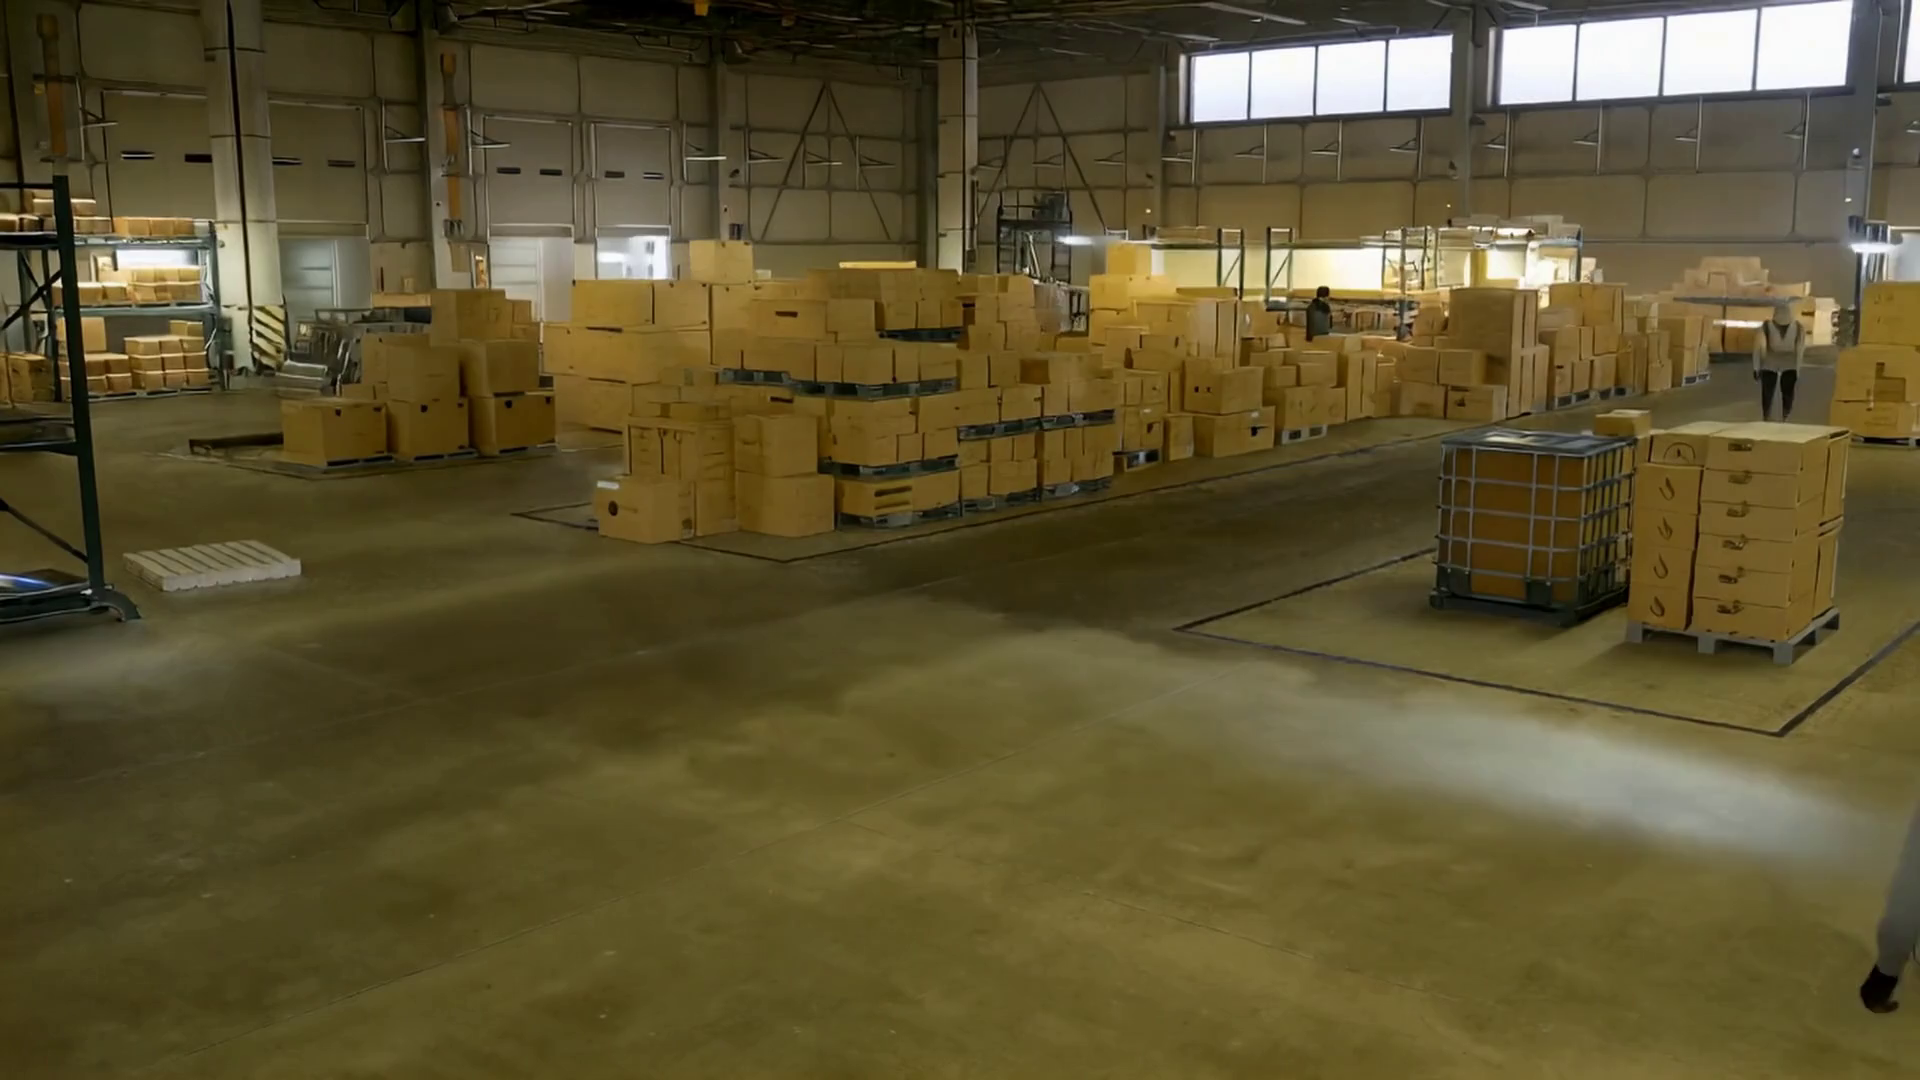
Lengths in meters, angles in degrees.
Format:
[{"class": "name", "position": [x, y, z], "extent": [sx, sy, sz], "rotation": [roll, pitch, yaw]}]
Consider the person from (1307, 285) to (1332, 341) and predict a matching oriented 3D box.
[{"class": "person", "position": [6.112, -3.372, 28.314], "extent": [0.380, 1.930, 0.624], "rotation": [9, 13, 42]}]

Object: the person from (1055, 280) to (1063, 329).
[{"class": "person", "position": [2.731, -6.464, 46.564], "extent": [0.317, 1.695, 0.540], "rotation": [-1, 10, -4]}]

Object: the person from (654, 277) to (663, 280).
[{"class": "person", "position": [-6.507, -4.725, 36.013], "extent": [0.636, 1.930, 0.371], "rotation": [-4, 11, -23]}]

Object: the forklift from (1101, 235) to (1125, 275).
[{"class": "forklift", "position": [3.471, -5.577, 38.147], "extent": [1.873, 2.768, 1.129], "rotation": [2, 10, 14]}]

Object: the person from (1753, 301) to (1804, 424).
[{"class": "person", "position": [11.113, -2.323, 22.619], "extent": [0.627, 1.826, 0.496], "rotation": [3, 10, 17]}]

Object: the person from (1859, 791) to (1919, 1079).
[{"class": "person", "position": [2.466, 1.075, 3.877], "extent": [0.522, 1.613, 0.756], "rotation": [-1, 10, -4]}]

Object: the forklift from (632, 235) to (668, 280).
[{"class": "forklift", "position": [-6.875, -5.401, 37.141], "extent": [1.873, 2.768, 1.129], "rotation": [5, 11, 25]}]

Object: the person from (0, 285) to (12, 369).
[{"class": "person", "position": [-18.204, -3.935, 31.509], "extent": [0.371, 1.925, 0.595], "rotation": [-3, 11, -19]}]

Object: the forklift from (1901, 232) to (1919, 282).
[{"class": "forklift", "position": [17.531, -4.246, 30.567], "extent": [1.873, 2.768, 1.129], "rotation": [8, 13, 40]}]

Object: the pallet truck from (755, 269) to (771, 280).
[{"class": "pallet truck", "position": [-4.996, -6.432, 45.525], "extent": [1.885, 1.965, 0.823], "rotation": [-6, 12, -32]}]
